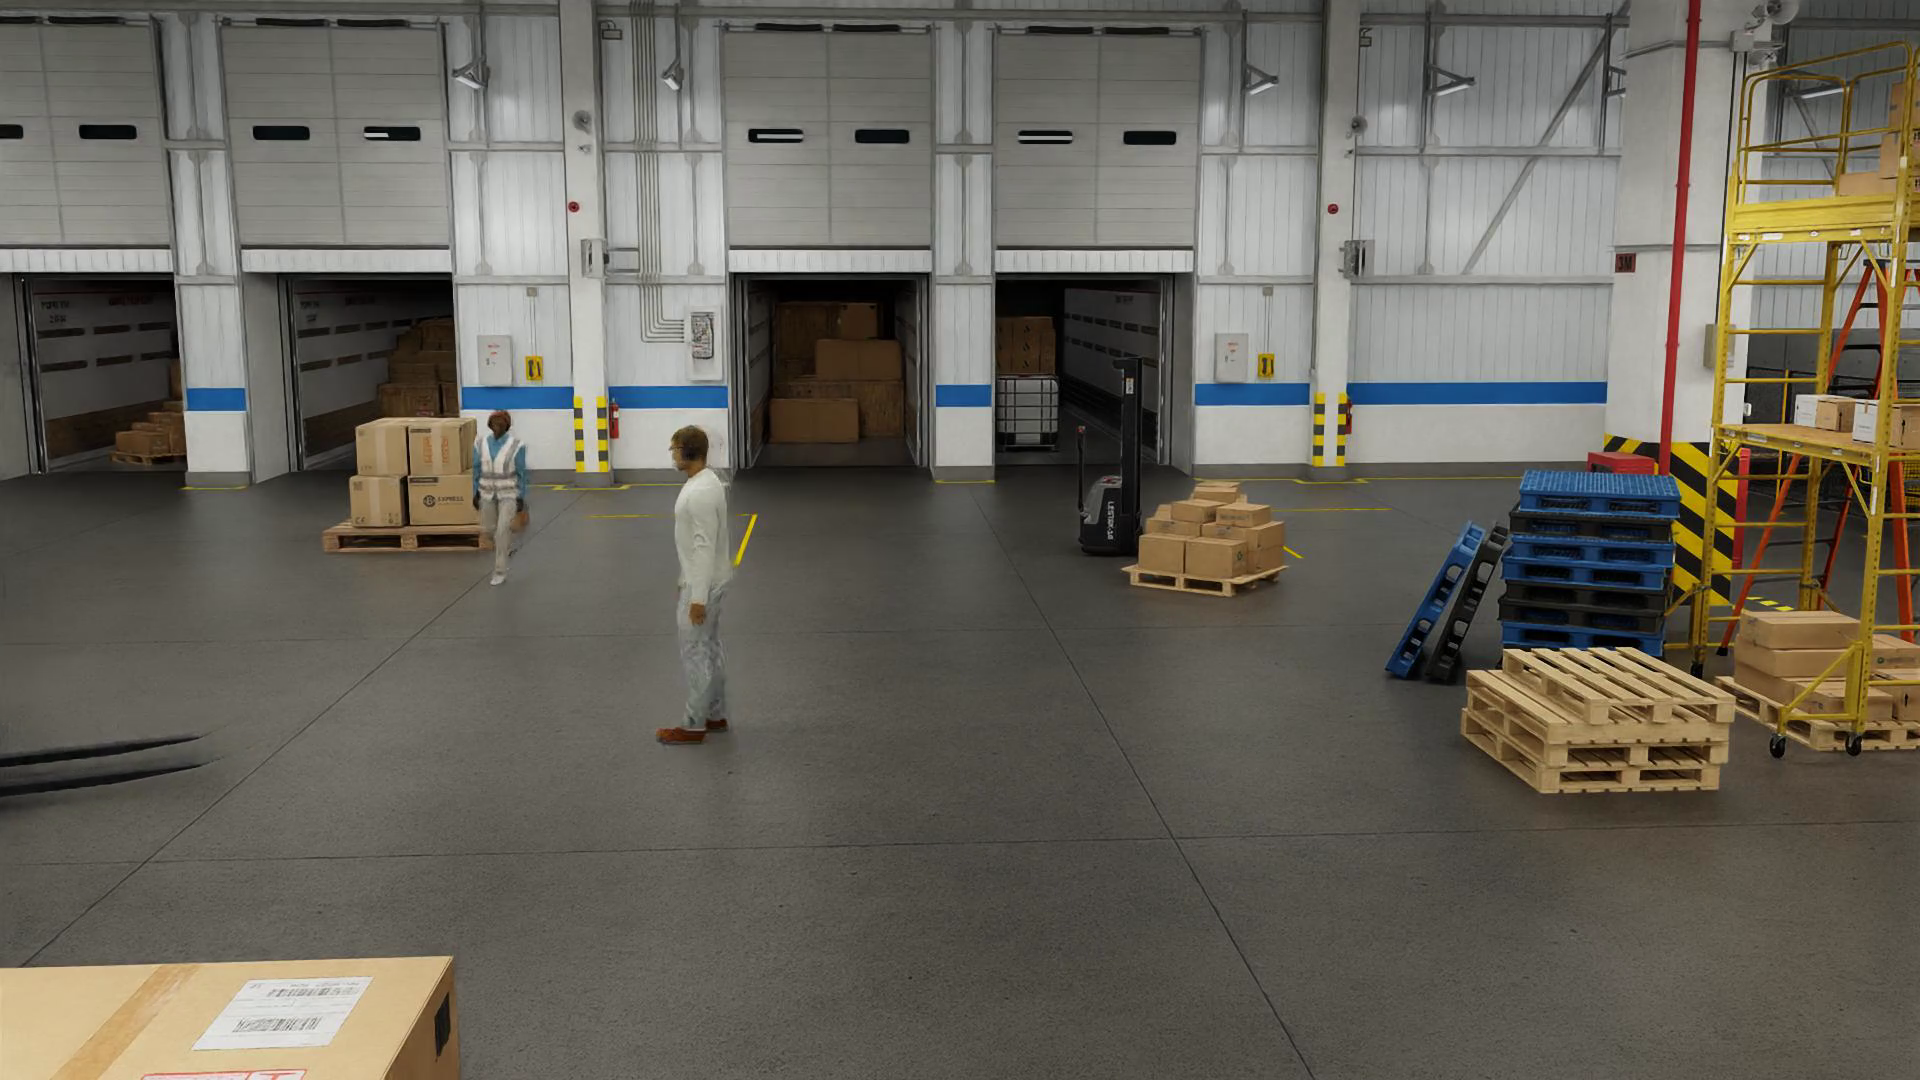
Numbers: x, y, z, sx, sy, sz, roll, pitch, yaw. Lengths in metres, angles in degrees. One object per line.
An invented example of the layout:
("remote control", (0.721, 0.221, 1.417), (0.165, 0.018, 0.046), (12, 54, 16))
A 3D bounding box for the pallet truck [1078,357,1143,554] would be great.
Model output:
("pallet truck", (2.088, -0.836, 16.757), (1.885, 1.965, 0.823), (2, 9, 13))

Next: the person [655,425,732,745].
("person", (-1.658, 0.281, 10.025), (0.573, 1.930, 0.649), (-1, 9, -7))

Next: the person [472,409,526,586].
("person", (-4.189, -0.407, 15.219), (0.527, 1.614, 0.458), (1, 9, 8))
